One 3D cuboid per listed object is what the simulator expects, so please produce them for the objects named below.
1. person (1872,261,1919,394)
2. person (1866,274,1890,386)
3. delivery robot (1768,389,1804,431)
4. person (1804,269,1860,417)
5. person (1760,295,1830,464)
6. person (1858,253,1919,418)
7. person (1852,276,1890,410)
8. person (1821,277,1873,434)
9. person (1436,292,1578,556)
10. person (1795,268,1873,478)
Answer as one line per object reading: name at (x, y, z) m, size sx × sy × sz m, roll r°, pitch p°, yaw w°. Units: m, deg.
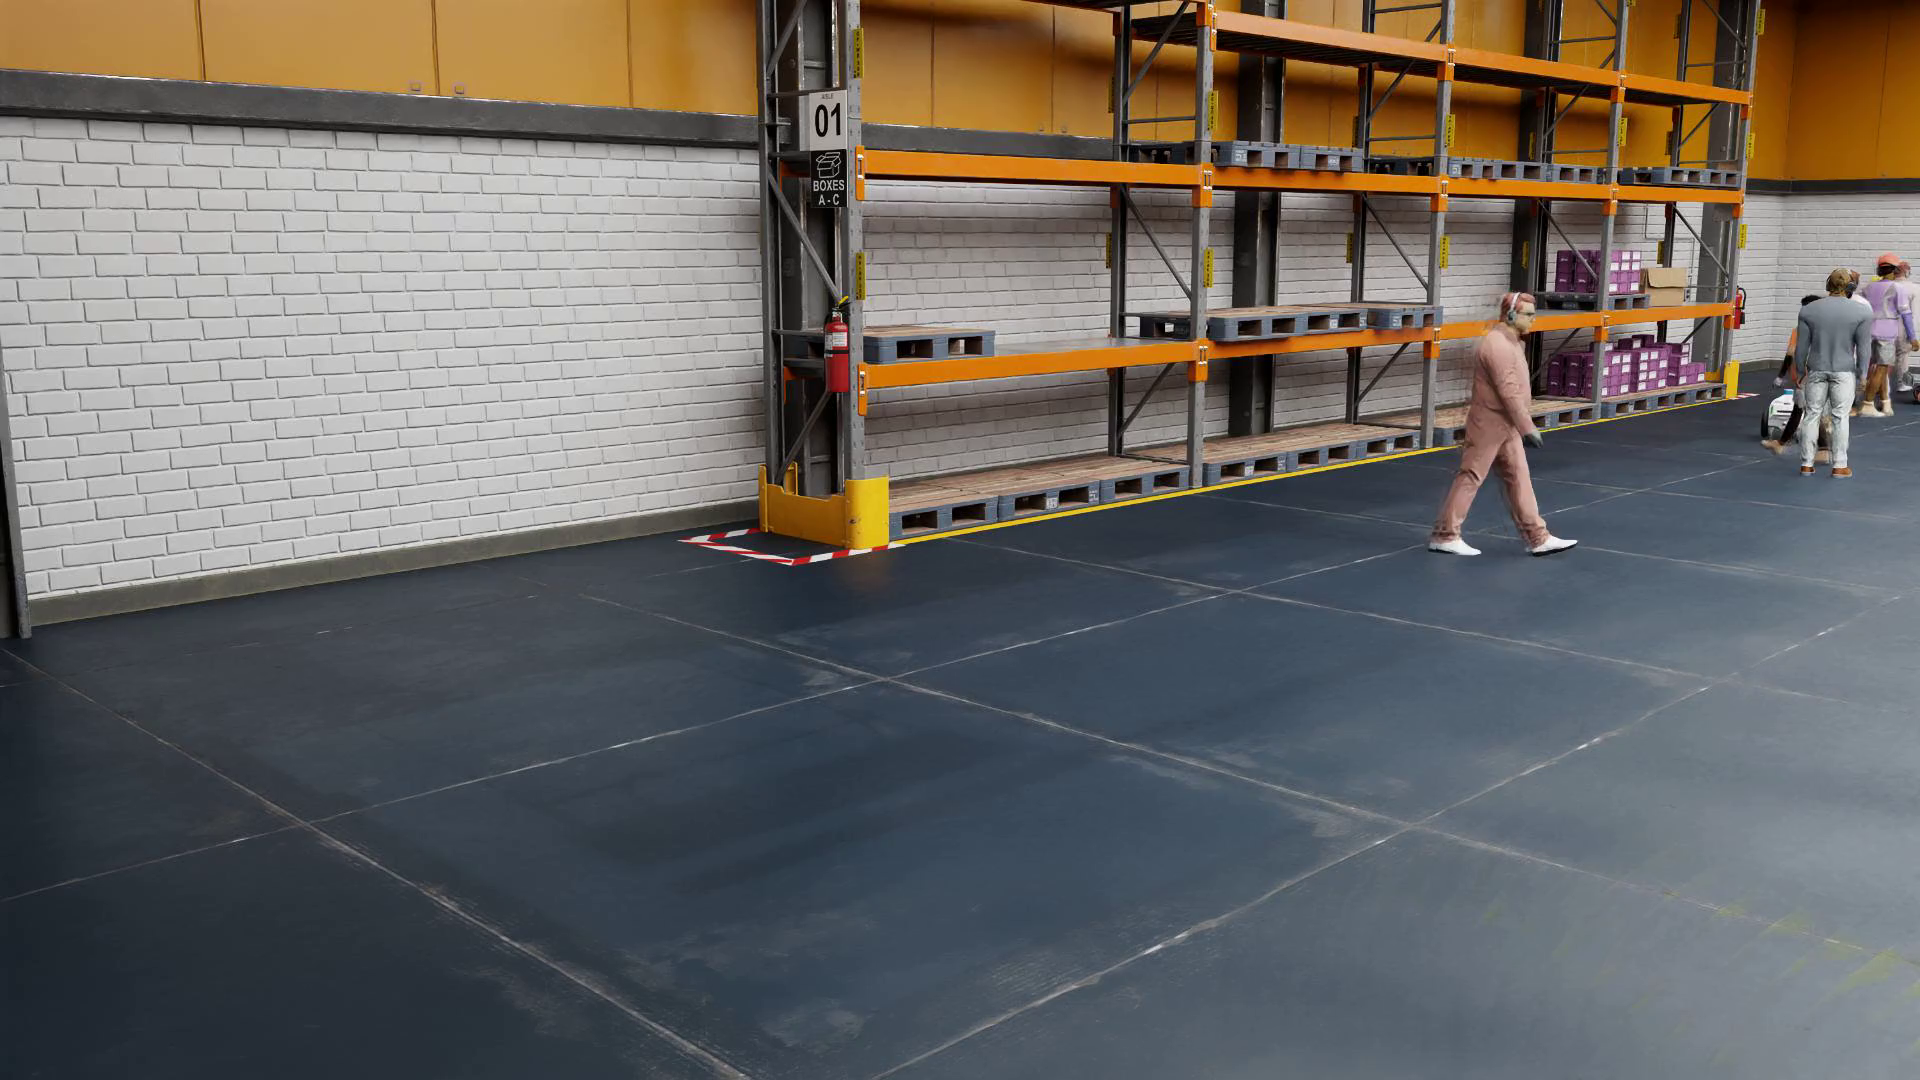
person at (13.287, -3.009, 23.611) m, size 0.873 × 1.869 × 0.647 m, roll -10°, pitch 14°, yaw -43°
person at (13.558, -3.126, 24.583) m, size 0.482 × 1.754 × 0.574 m, roll 5°, pitch 12°, yaw 27°
delivery robot at (9.067, -1.410, 18.232) m, size 0.477 × 0.478 × 0.707 m, roll 5°, pitch 12°, yaw 27°
person at (10.701, -2.384, 20.328) m, size 0.997 × 1.831 × 0.590 m, roll -4°, pitch 11°, yaw -21°
person at (8.360, -1.597, 16.509) m, size 0.540 × 1.642 × 0.882 m, roll -6°, pitch 12°, yaw -30°
person at (11.406, -2.502, 20.468) m, size 0.642 × 2.019 × 0.693 m, roll -2°, pitch 11°, yaw -12°
person at (11.838, -2.549, 21.525) m, size 0.540 × 1.714 × 0.920 m, roll 0°, pitch 10°, yaw 2°
person at (9.917, -2.107, 18.808) m, size 0.664 × 1.827 × 0.453 m, roll 9°, pitch 14°, yaw 40°
person at (3.796, -0.774, 11.489) m, size 0.983 × 1.847 × 0.635 m, roll 6°, pitch 12°, yaw 29°
person at (8.087, -1.543, 15.437) m, size 0.635 × 1.937 × 0.352 m, roll 8°, pitch 13°, yaw 38°
